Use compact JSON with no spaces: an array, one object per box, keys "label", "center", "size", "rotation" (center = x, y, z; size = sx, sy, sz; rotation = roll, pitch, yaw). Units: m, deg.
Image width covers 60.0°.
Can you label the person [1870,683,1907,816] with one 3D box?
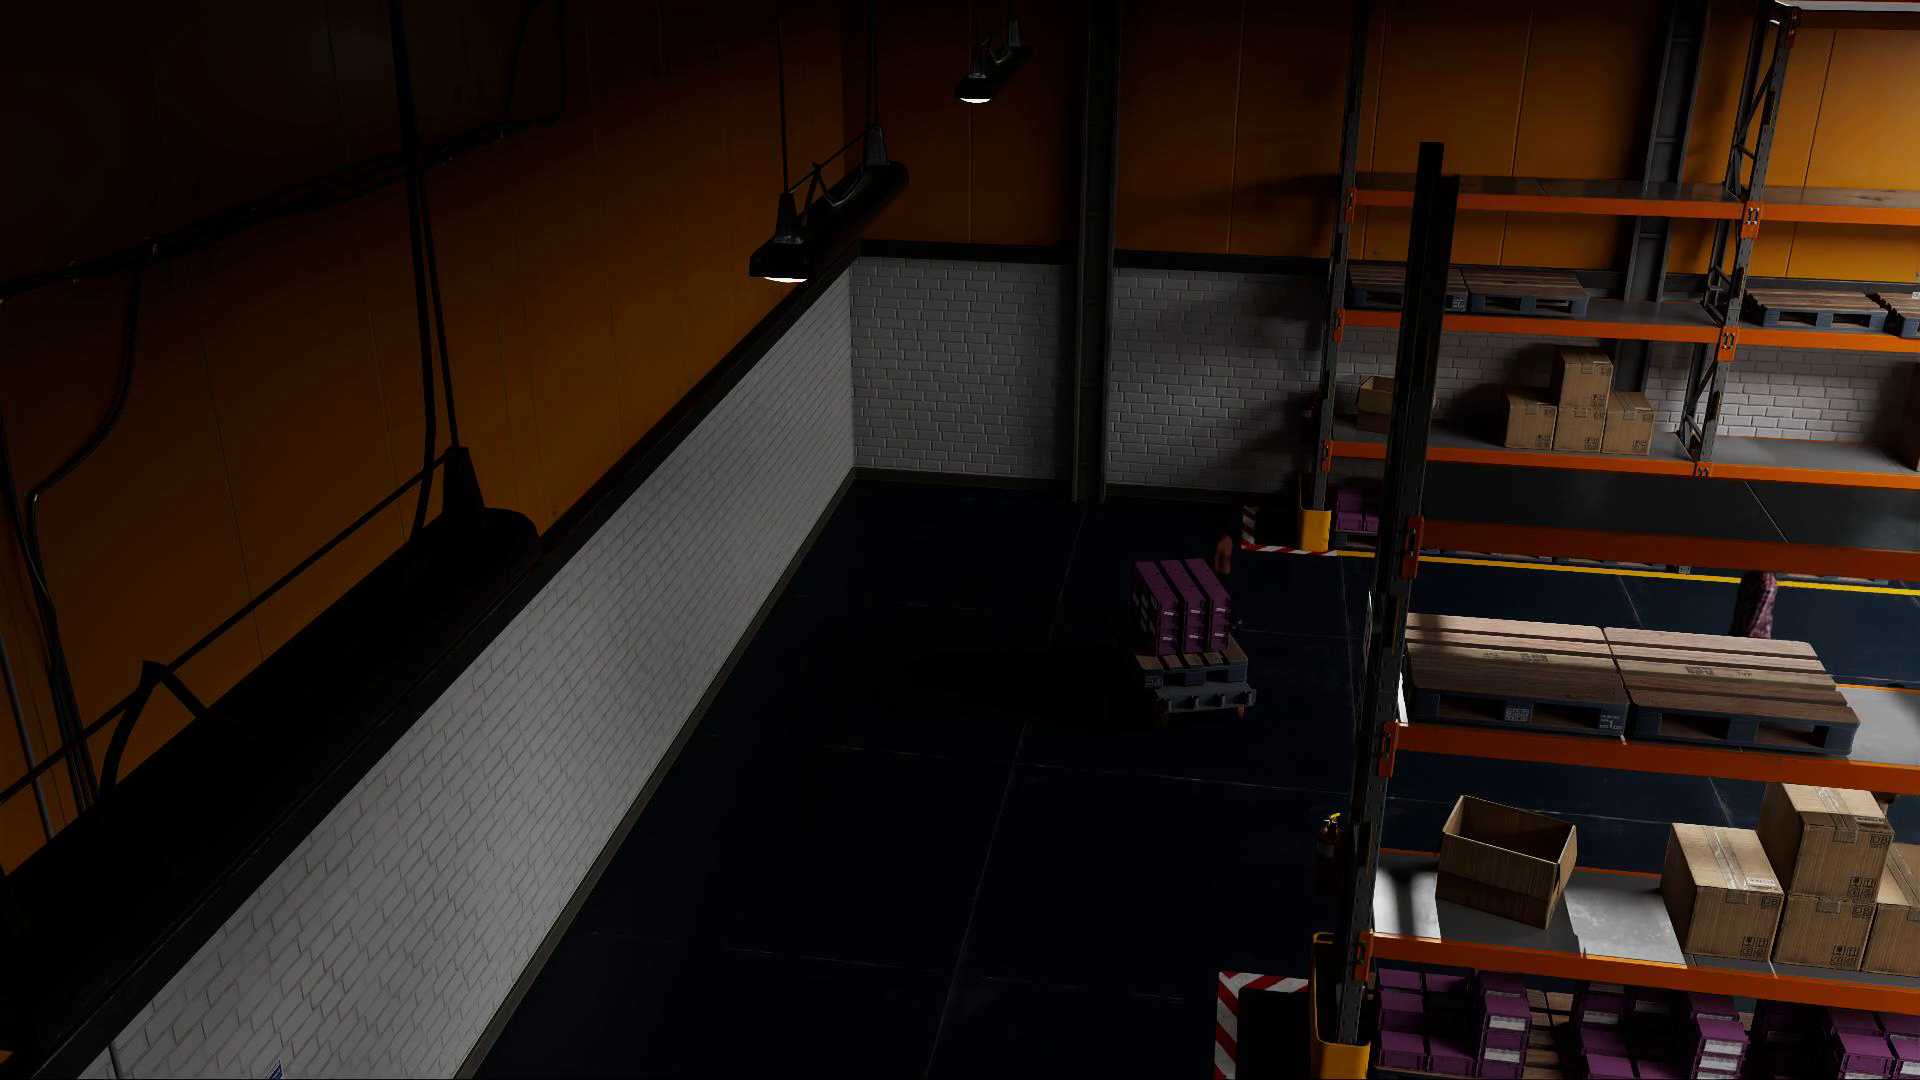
[{"label":"person","center":[7.137,1.861,12.858],"size":[0.881,1.673,0.815],"rotation":[-5,24,-11]}]

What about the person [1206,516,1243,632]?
[{"label":"person","center":[2.666,0.356,16.835],"size":[0.849,1.245,0.690],"rotation":[14,27,29]}]
